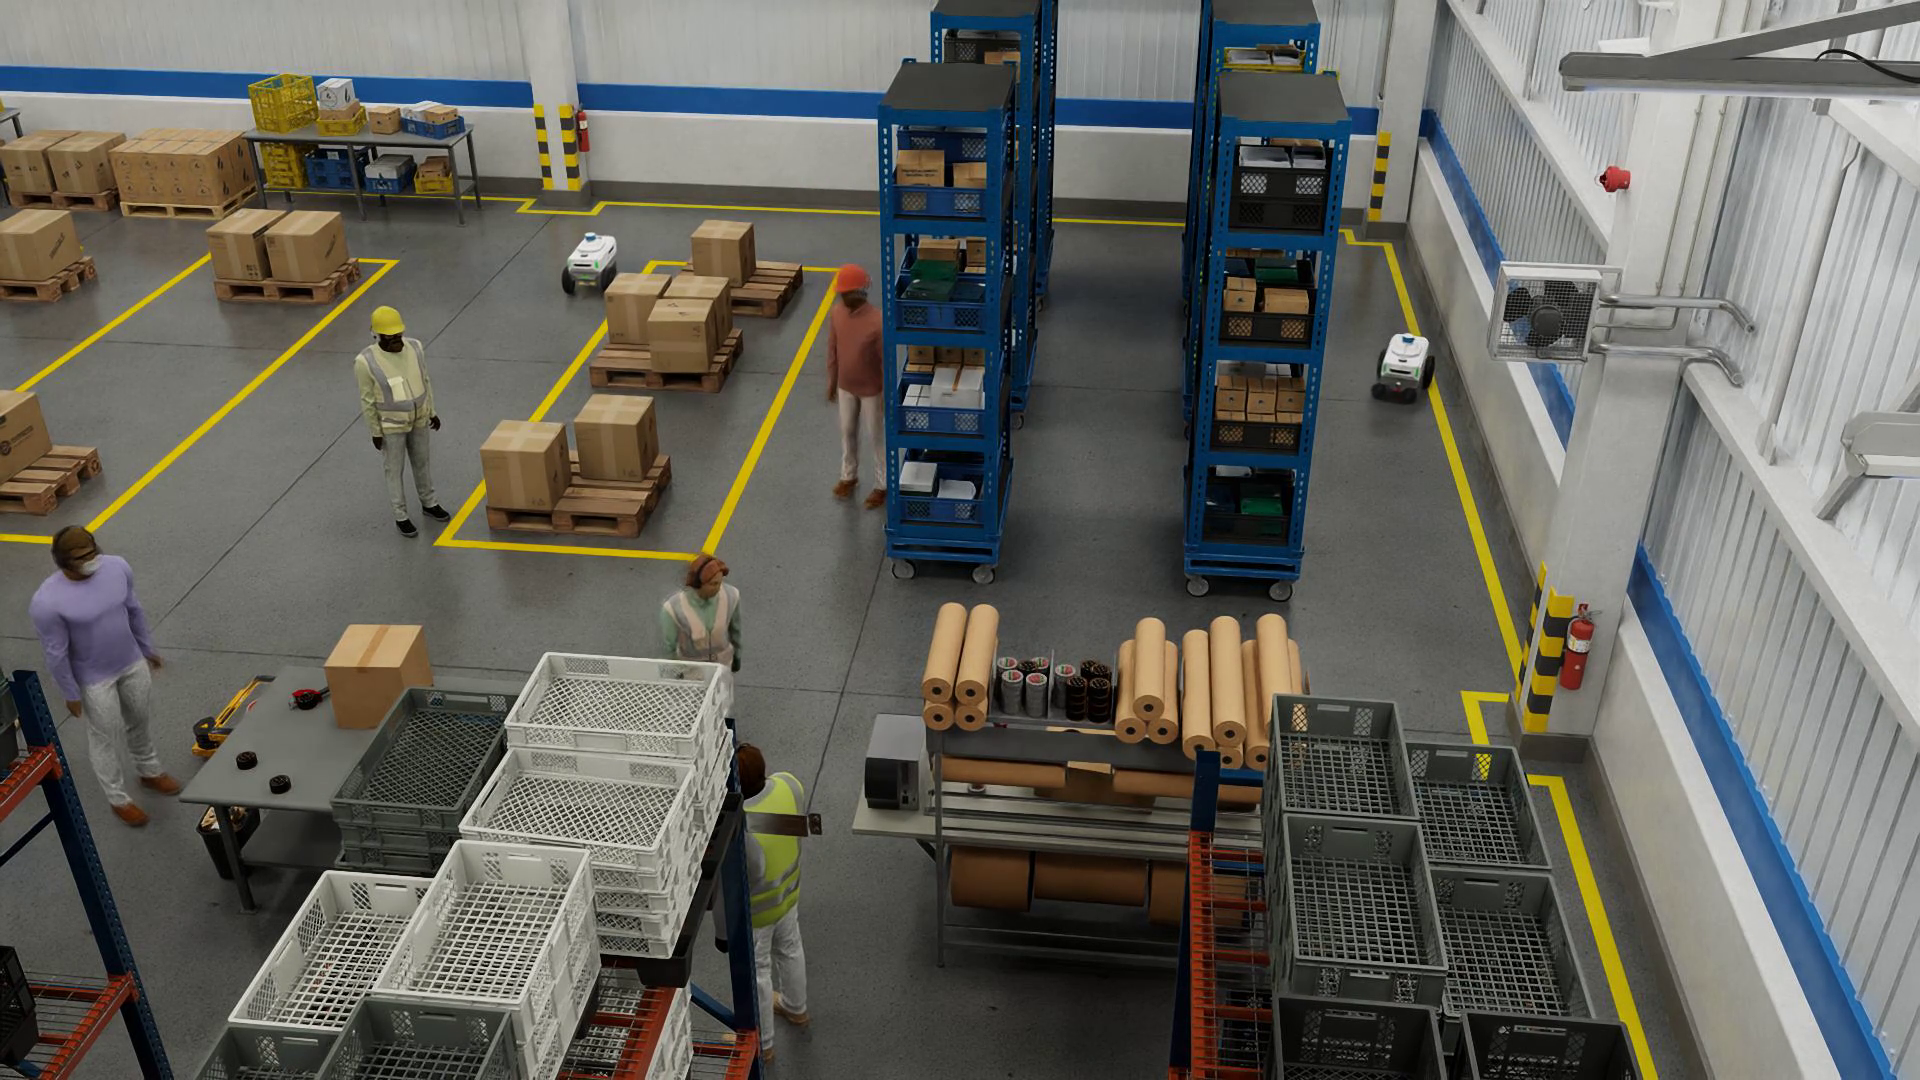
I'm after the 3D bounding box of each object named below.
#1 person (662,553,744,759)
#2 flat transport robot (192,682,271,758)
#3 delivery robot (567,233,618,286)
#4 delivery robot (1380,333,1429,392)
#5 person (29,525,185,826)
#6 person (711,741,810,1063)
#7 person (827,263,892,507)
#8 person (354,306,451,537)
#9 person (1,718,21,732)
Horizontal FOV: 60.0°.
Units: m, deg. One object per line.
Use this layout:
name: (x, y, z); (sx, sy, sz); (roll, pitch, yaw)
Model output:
person: (-1.560, 0.742, 10.036); (0.533, 1.613, 0.523); (-16, 34, -25)
flat transport robot: (-4.089, 1.163, 10.648); (1.431, 0.197, 0.652); (3, 30, 6)
delivery robot: (-3.836, -2.966, 17.370); (0.477, 0.478, 0.707); (3, 30, 5)
delivery robot: (4.034, -1.632, 15.079); (0.477, 0.478, 0.707); (10, 32, 17)
person: (-4.972, 0.757, 9.701); (0.354, 1.937, 0.635); (14, 33, 22)
person: (-0.996, 1.746, 8.111); (0.430, 1.837, 0.629); (17, 34, 26)
person: (-0.783, -1.223, 13.051); (0.618, 1.992, 0.387); (19, 35, 29)
person: (-4.243, -0.925, 12.691); (0.403, 1.835, 0.588); (23, 37, 33)
person: (-6.320, 0.532, 10.321); (0.533, 1.699, 0.318); (0, 30, 0)
